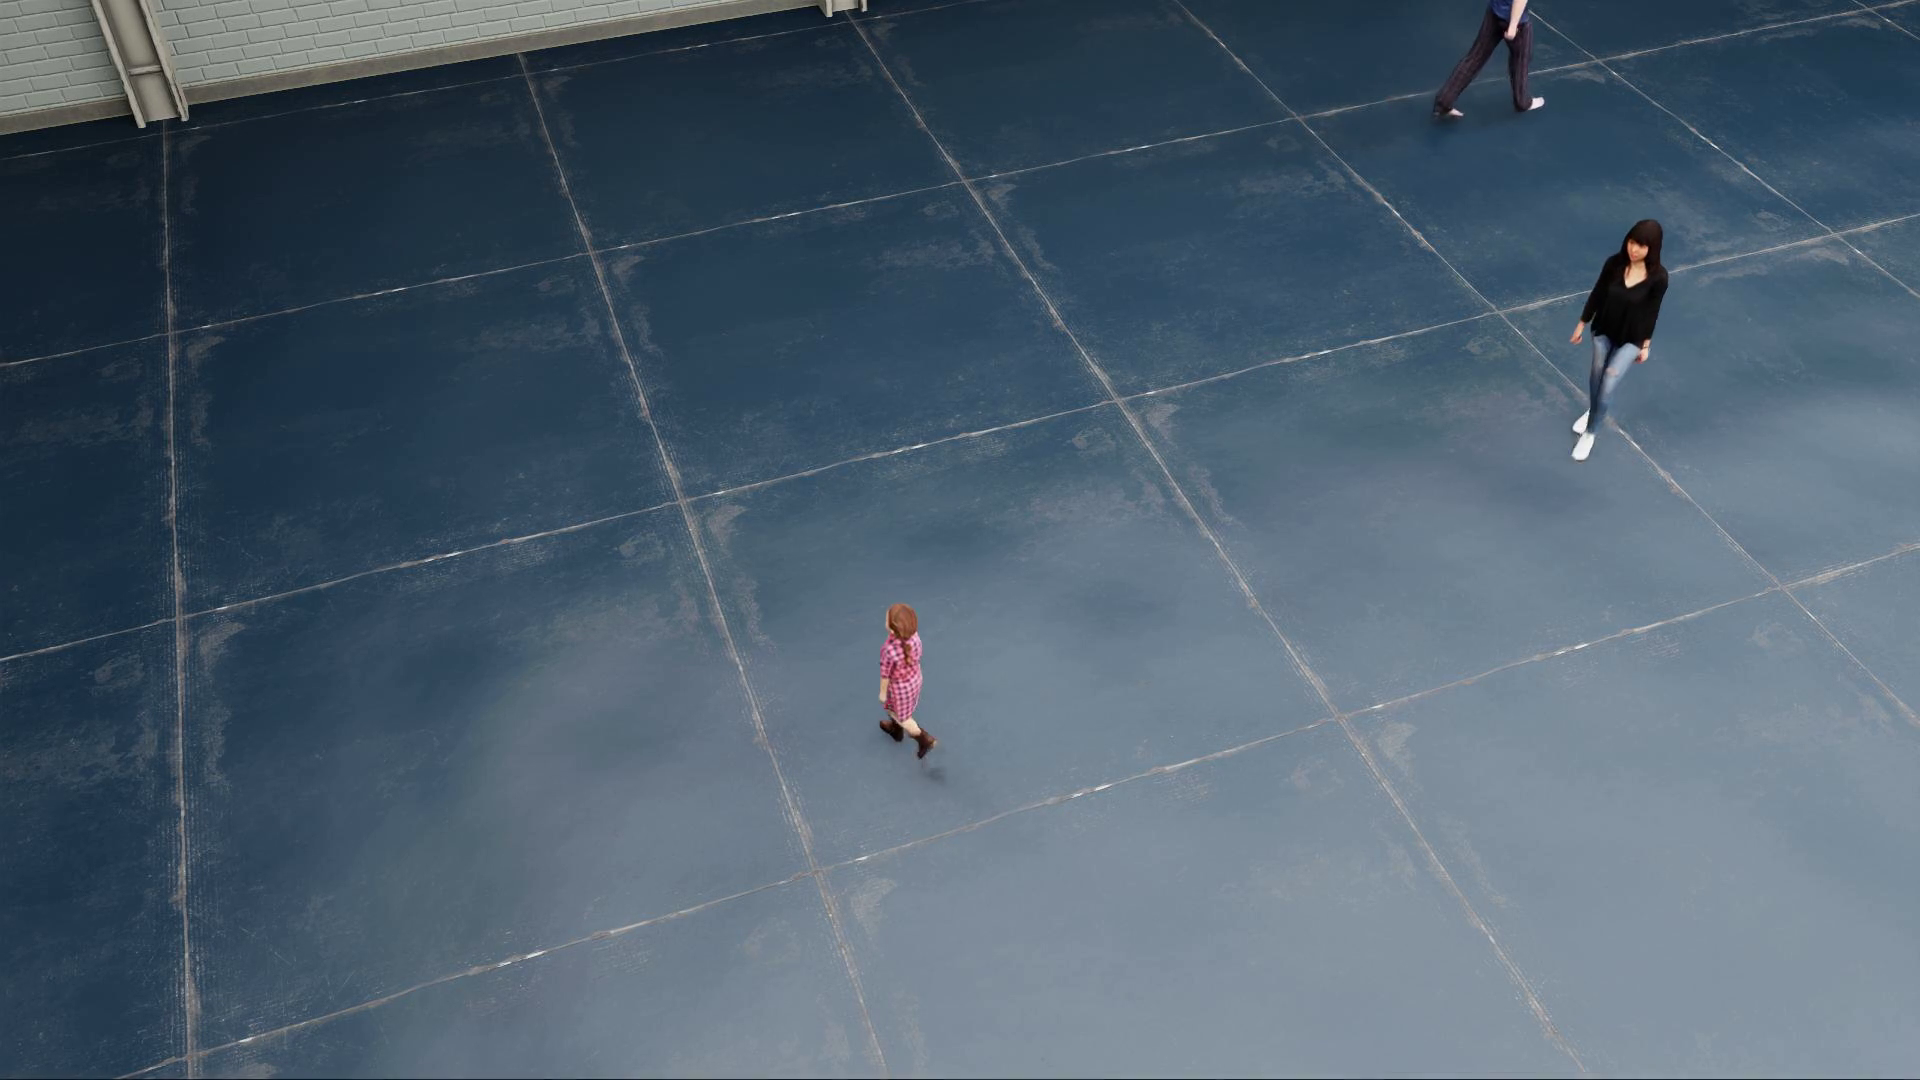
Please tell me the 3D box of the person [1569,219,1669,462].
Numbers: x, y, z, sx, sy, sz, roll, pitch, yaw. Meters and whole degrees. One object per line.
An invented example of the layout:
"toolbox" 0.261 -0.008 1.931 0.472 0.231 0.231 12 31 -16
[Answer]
"person" 4.171 -1.333 10.448 0.790 1.629 0.901 32 52 30

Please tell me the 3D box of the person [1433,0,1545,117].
"person" 4.311 -4.191 13.371 1.214 1.816 0.680 -12 44 -13

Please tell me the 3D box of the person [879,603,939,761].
"person" -0.287 0.750 8.670 0.659 1.011 0.648 29 50 27
